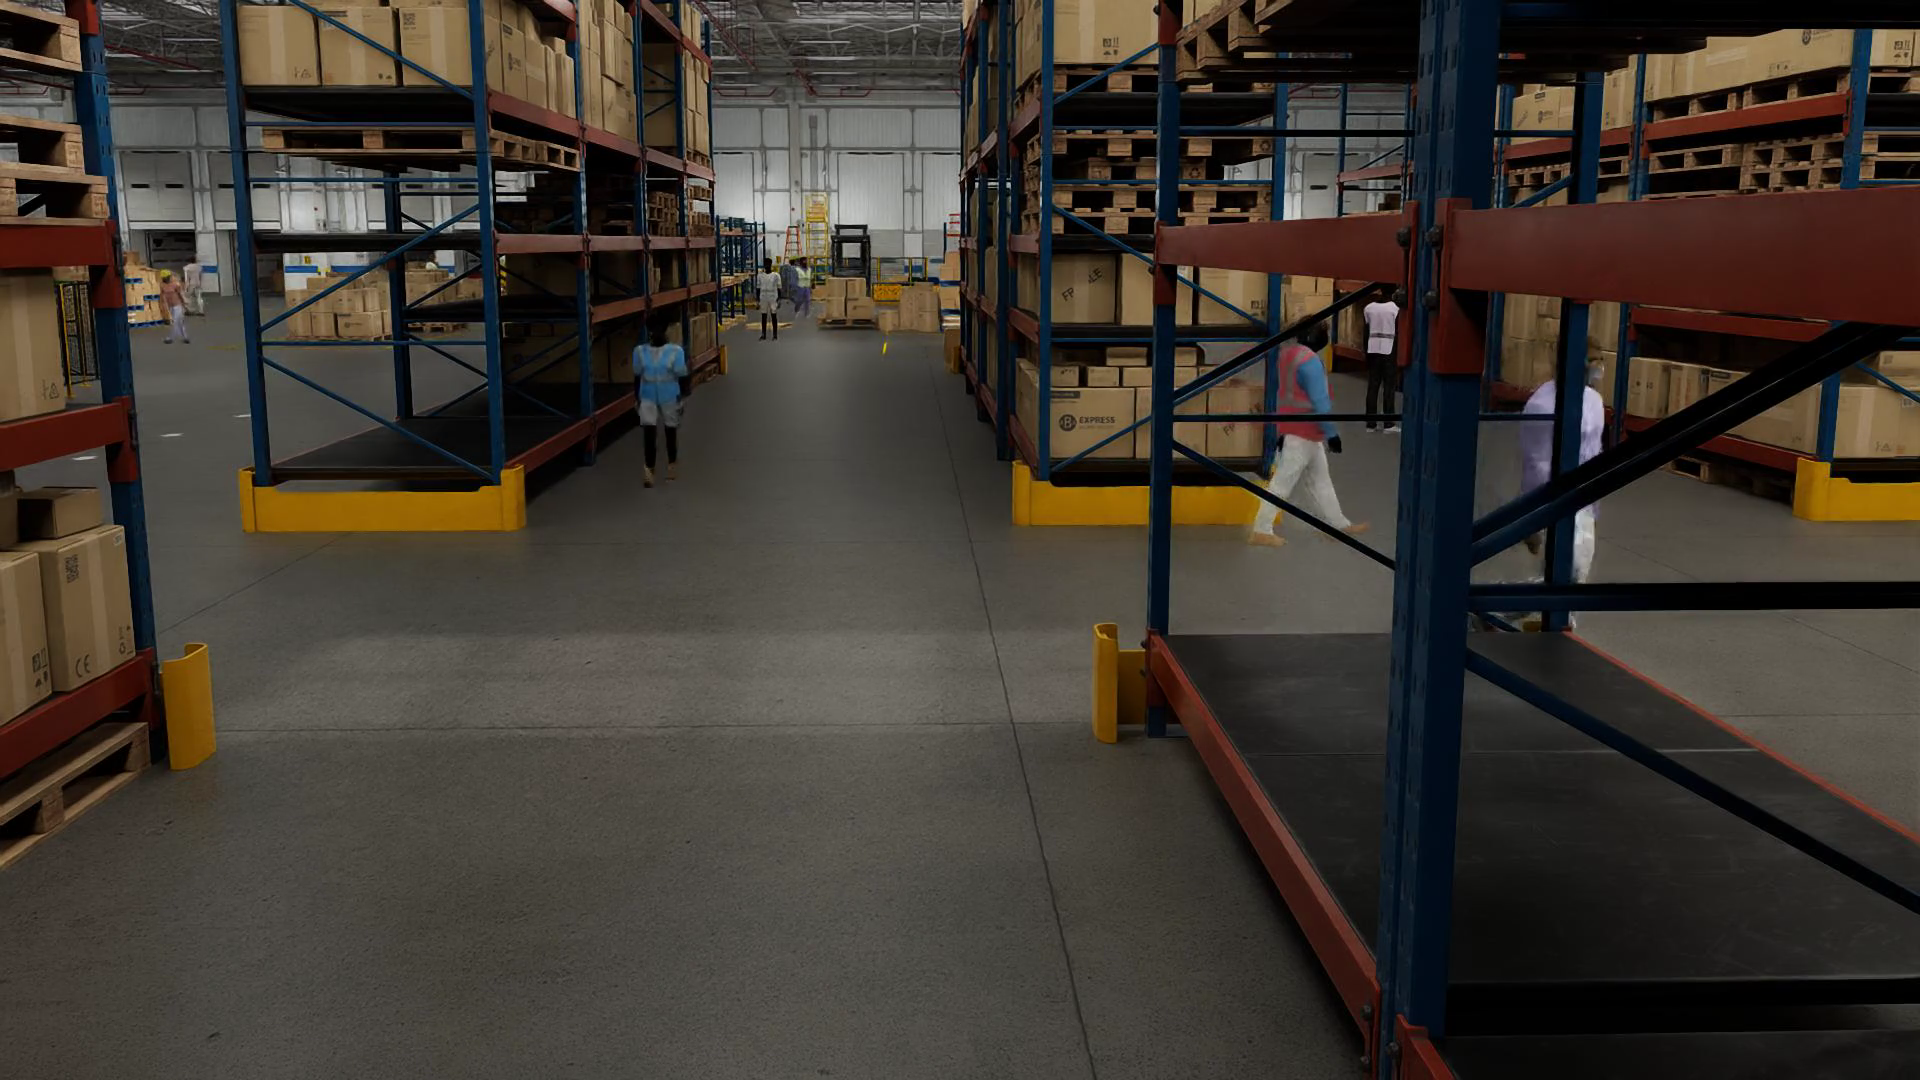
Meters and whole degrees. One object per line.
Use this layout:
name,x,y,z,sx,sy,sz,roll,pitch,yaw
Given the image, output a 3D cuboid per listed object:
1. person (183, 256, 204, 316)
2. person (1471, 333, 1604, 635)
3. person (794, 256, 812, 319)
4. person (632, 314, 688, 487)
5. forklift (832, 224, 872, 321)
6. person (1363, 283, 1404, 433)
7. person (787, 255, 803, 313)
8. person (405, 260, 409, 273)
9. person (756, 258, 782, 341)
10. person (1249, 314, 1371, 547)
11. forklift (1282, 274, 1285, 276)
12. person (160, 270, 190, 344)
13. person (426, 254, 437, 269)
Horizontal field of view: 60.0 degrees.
person,-24.189,-7.986,52.356,0.971,1.892,0.653,6,12,31
person,3.055,-0.146,8.638,0.641,1.914,0.781,-9,14,-42
person,-4.801,-7.710,50.801,0.605,1.901,0.689,-7,12,-33
person,-2.900,-1.354,16.090,0.547,1.648,0.867,0,10,0
forklift,-3.075,-7.568,47.282,1.129,2.768,1.873,0,10,-2
person,5.207,-2.266,20.421,0.391,1.920,0.593,-9,13,-40
person,-5.472,-8.439,54.848,0.434,1.906,0.603,1,10,7
person,-15.248,-6.770,45.705,0.392,1.852,0.547,-8,13,-36
person,-4.541,-5.707,39.457,0.616,1.964,0.361,1,10,8
person,2.689,-0.825,12.768,0.976,1.792,0.629,0,10,3
forklift,12.135,-10.836,65.485,1.129,2.768,1.873,0,10,-2
person,-18.034,-5.327,38.090,0.533,1.688,0.942,3,11,16
person,-17.185,-8.335,54.184,0.379,1.937,0.629,-8,13,-36
